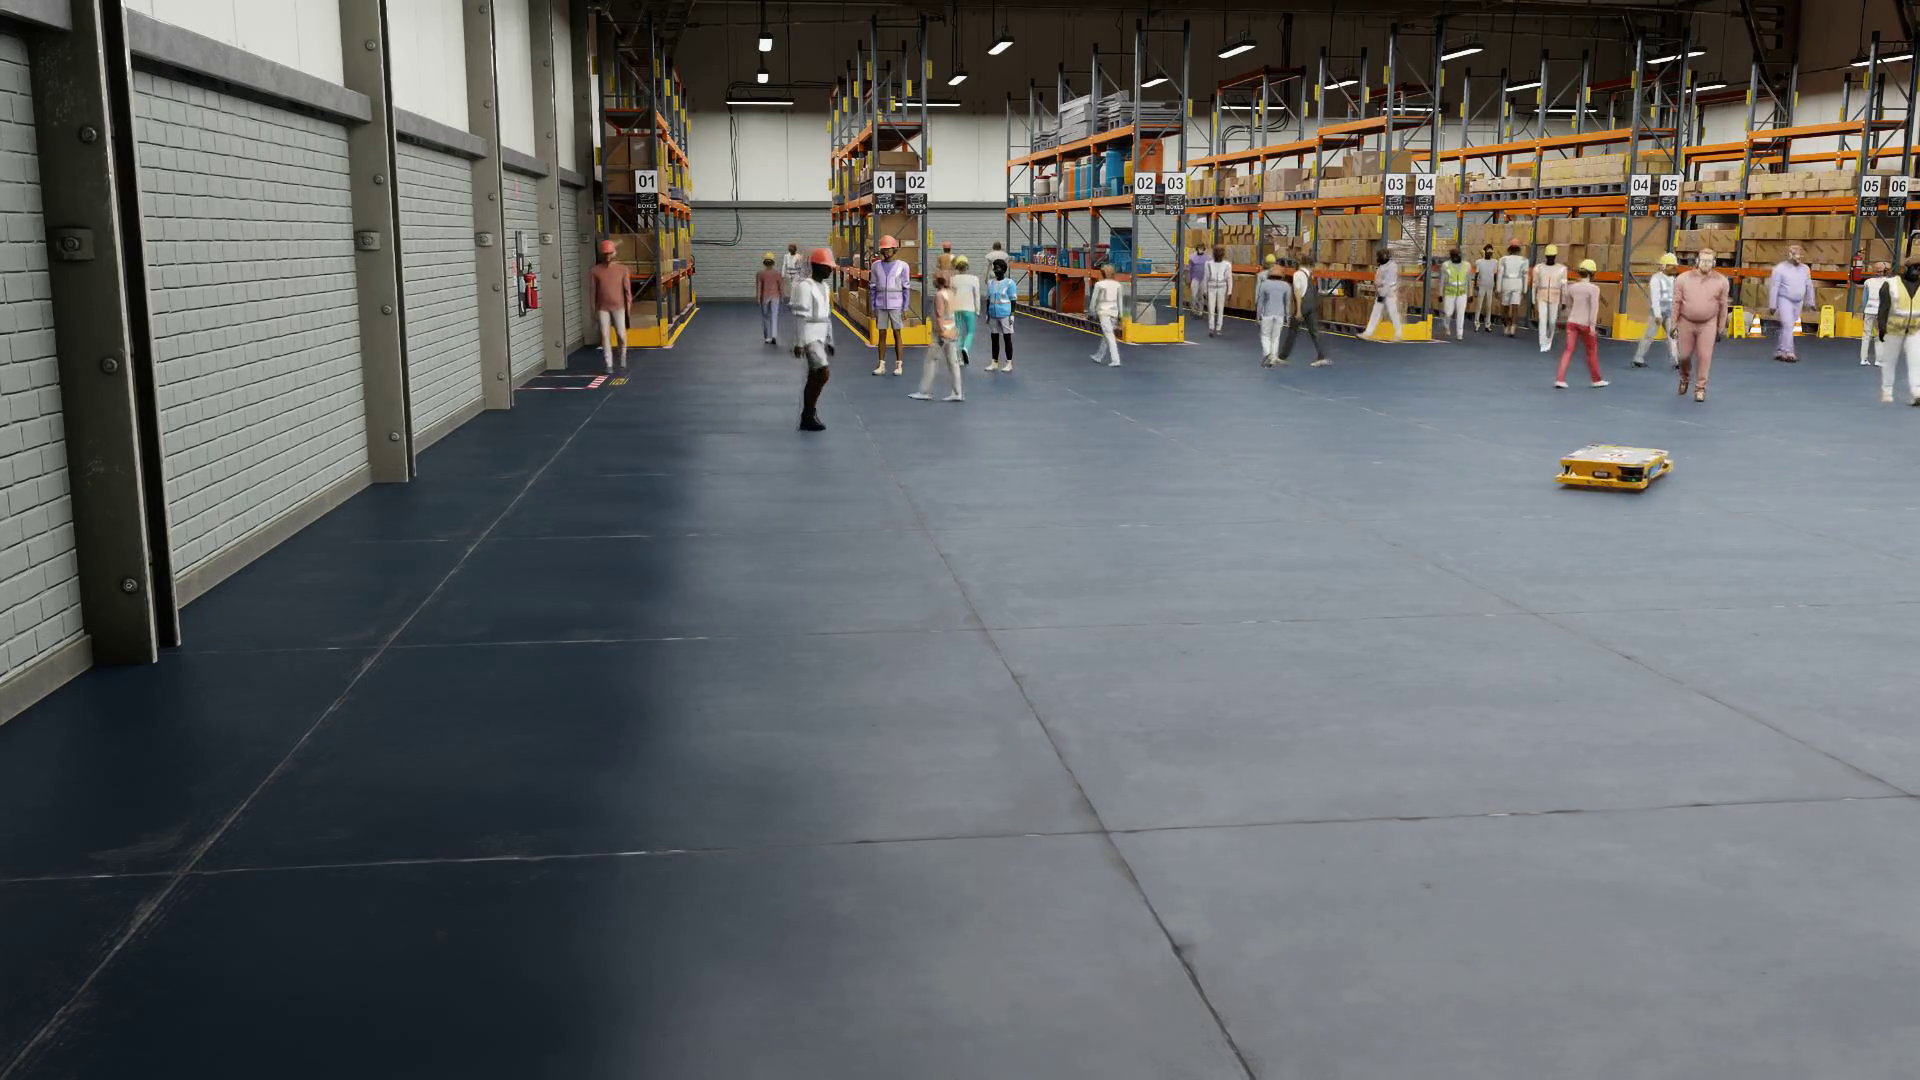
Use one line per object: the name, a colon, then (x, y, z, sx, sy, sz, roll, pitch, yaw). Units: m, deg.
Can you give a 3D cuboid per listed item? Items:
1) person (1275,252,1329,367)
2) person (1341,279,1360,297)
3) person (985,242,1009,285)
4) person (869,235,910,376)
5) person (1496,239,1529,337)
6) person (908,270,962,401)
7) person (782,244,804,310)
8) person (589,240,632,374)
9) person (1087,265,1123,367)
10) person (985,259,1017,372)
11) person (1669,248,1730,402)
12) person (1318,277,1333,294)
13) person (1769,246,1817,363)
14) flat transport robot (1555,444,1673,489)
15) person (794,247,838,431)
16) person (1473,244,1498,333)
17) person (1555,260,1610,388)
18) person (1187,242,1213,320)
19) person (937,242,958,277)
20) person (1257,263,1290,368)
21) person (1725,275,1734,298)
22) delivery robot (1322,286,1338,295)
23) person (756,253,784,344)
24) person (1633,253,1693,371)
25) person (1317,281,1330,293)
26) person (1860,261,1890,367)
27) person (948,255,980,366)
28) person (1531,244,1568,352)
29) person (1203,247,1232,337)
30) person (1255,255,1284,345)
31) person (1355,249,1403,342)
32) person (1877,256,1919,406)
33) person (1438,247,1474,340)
person: (5.370, -3.595, 26.017, 0.547, 1.785, 1.013, -10, 14, -43)
person: (10.867, -7.330, 46.199, 0.592, 1.893, 0.707, -1, 10, -6)
person: (0.992, -6.976, 44.279, 0.646, 1.918, 0.912, -1, 10, -3)
person: (-1.044, -3.426, 24.369, 0.614, 2.043, 0.373, 3, 11, 15)
person: (11.240, -5.123, 33.842, 0.619, 1.993, 1.059, 3, 11, 14)
person: (-0.306, -2.512, 20.513, 0.757, 1.608, 0.546, 3, 11, 18)
person: (-4.694, -7.353, 46.481, 0.582, 1.827, 0.998, 5, 11, 25)
person: (-5.184, -3.447, 24.649, 0.619, 1.981, 0.422, -1, 10, -7)
person: (2.298, -3.529, 26.201, 0.510, 1.582, 0.906, -7, 12, -34)
person: (0.607, -3.374, 25.033, 0.540, 1.695, 0.317, 7, 13, 35)
person: (9.164, -2.666, 20.627, 0.660, 1.886, 0.545, 5, 11, 25)
person: (10.149, -7.377, 46.591, 0.543, 1.843, 0.684, 1, 10, 7)
person: (13.532, -3.809, 26.943, 0.663, 1.875, 0.880, -3, 11, -15)
flat transport robot: (5.469, -0.621, 13.854, 0.652, 0.197, 1.431, 7, 12, 32)
person: (-1.487, -2.086, 17.376, 0.513, 1.910, 0.560, 4, 11, 20)
person: (11.167, -5.337, 35.306, 0.526, 1.876, 0.324, 0, 10, 0)
person: (8.369, -2.890, 22.316, 0.830, 1.723, 0.542, -6, 12, -30)
person: (5.880, -6.323, 40.688, 0.634, 1.889, 0.970, 0, 10, 1)
person: (-0.350, -7.026, 44.541, 0.558, 1.896, 0.991, 3, 11, 18)
person: (4.832, -3.445, 25.639, 0.515, 1.622, 0.368, 0, 10, -1)
person: (20.841, -7.100, 44.862, 0.588, 1.920, 0.393, -6, 12, -28)
delivery robot: (11.117, -7.305, 49.457, 0.707, 0.478, 0.477, 1, 10, 3)
person: (-3.621, -4.598, 31.692, 0.528, 1.735, 0.900, -1, 10, -8)
person: (10.659, -3.446, 25.206, 0.615, 1.780, 0.950, -7, 12, -32)
person: (11.048, -8.242, 50.999, 0.967, 1.953, 0.605, 0, 10, -2)
person: (14.405, -3.545, 26.121, 0.310, 1.642, 0.514, -5, 12, -26)
person: (0.047, -3.569, 25.953, 0.533, 1.743, 0.526, 1, 10, 8)
person: (10.433, -4.285, 29.472, 0.590, 1.905, 0.781, 3, 11, 16)
person: (5.278, -5.078, 34.040, 0.583, 1.824, 1.016, 1, 10, 7)
person: (5.745, -4.446, 30.915, 0.506, 1.696, 0.911, 1, 10, 6)
person: (8.155, -4.701, 32.065, 0.992, 1.784, 0.622, -2, 11, -13)
person: (11.415, -2.518, 20.083, 0.640, 1.786, 0.971, 3, 11, 15)
person: (9.798, -4.865, 32.865, 0.684, 1.825, 0.557, 1, 10, 7)
